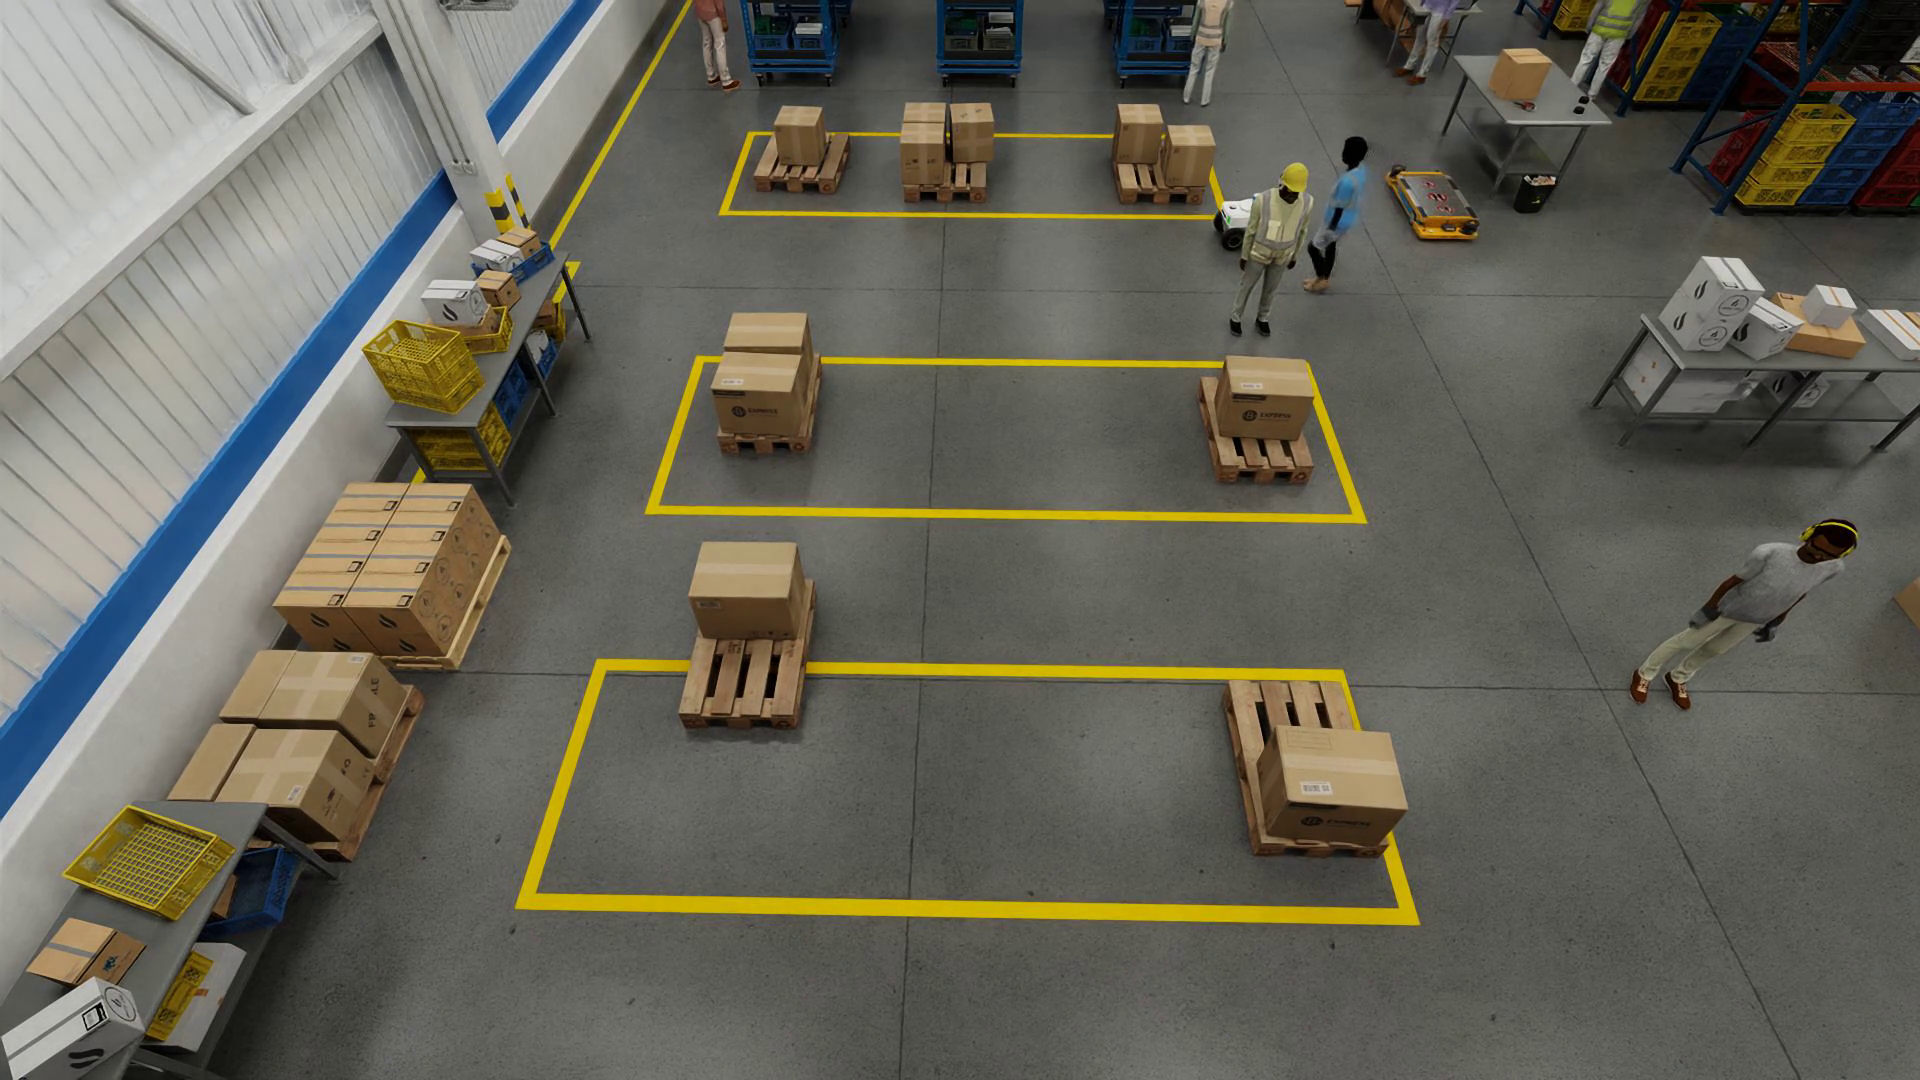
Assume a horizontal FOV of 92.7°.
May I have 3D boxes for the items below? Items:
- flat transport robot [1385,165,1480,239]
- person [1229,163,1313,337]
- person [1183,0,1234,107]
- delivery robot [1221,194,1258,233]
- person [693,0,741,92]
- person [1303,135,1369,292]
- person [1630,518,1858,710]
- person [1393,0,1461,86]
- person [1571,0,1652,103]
[{"bbox_3d":[5.692,-4.094,11.059,0.652,0.197,1.431,1,49,1],"label":"flat transport robot"},{"bbox_3d":[3.025,-2.794,8.916,0.594,1.825,0.403,1,49,1],"label":"person"},{"bbox_3d":[3.375,-6.781,12.492,0.520,1.634,0.312,13,50,11],"label":"person"},{"bbox_3d":[3.359,-3.714,10.483,0.707,0.478,0.477,-1,49,-1],"label":"delivery robot"},{"bbox_3d":[-3.451,-7.336,12.743,0.611,1.985,0.415,31,56,24],"label":"person"},{"bbox_3d":[3.875,-3.315,9.449,0.354,1.679,0.564,23,53,18],"label":"person"},{"bbox_3d":[5.150,0.508,6.031,0.521,1.864,0.335,10,50,9],"label":"person"},{"bbox_3d":[6.690,-7.457,12.875,0.353,1.937,0.635,-15,51,-13],"label":"person"},{"bbox_3d":[8.825,-6.900,12.456,0.619,1.845,0.430,27,54,22],"label":"person"}]
